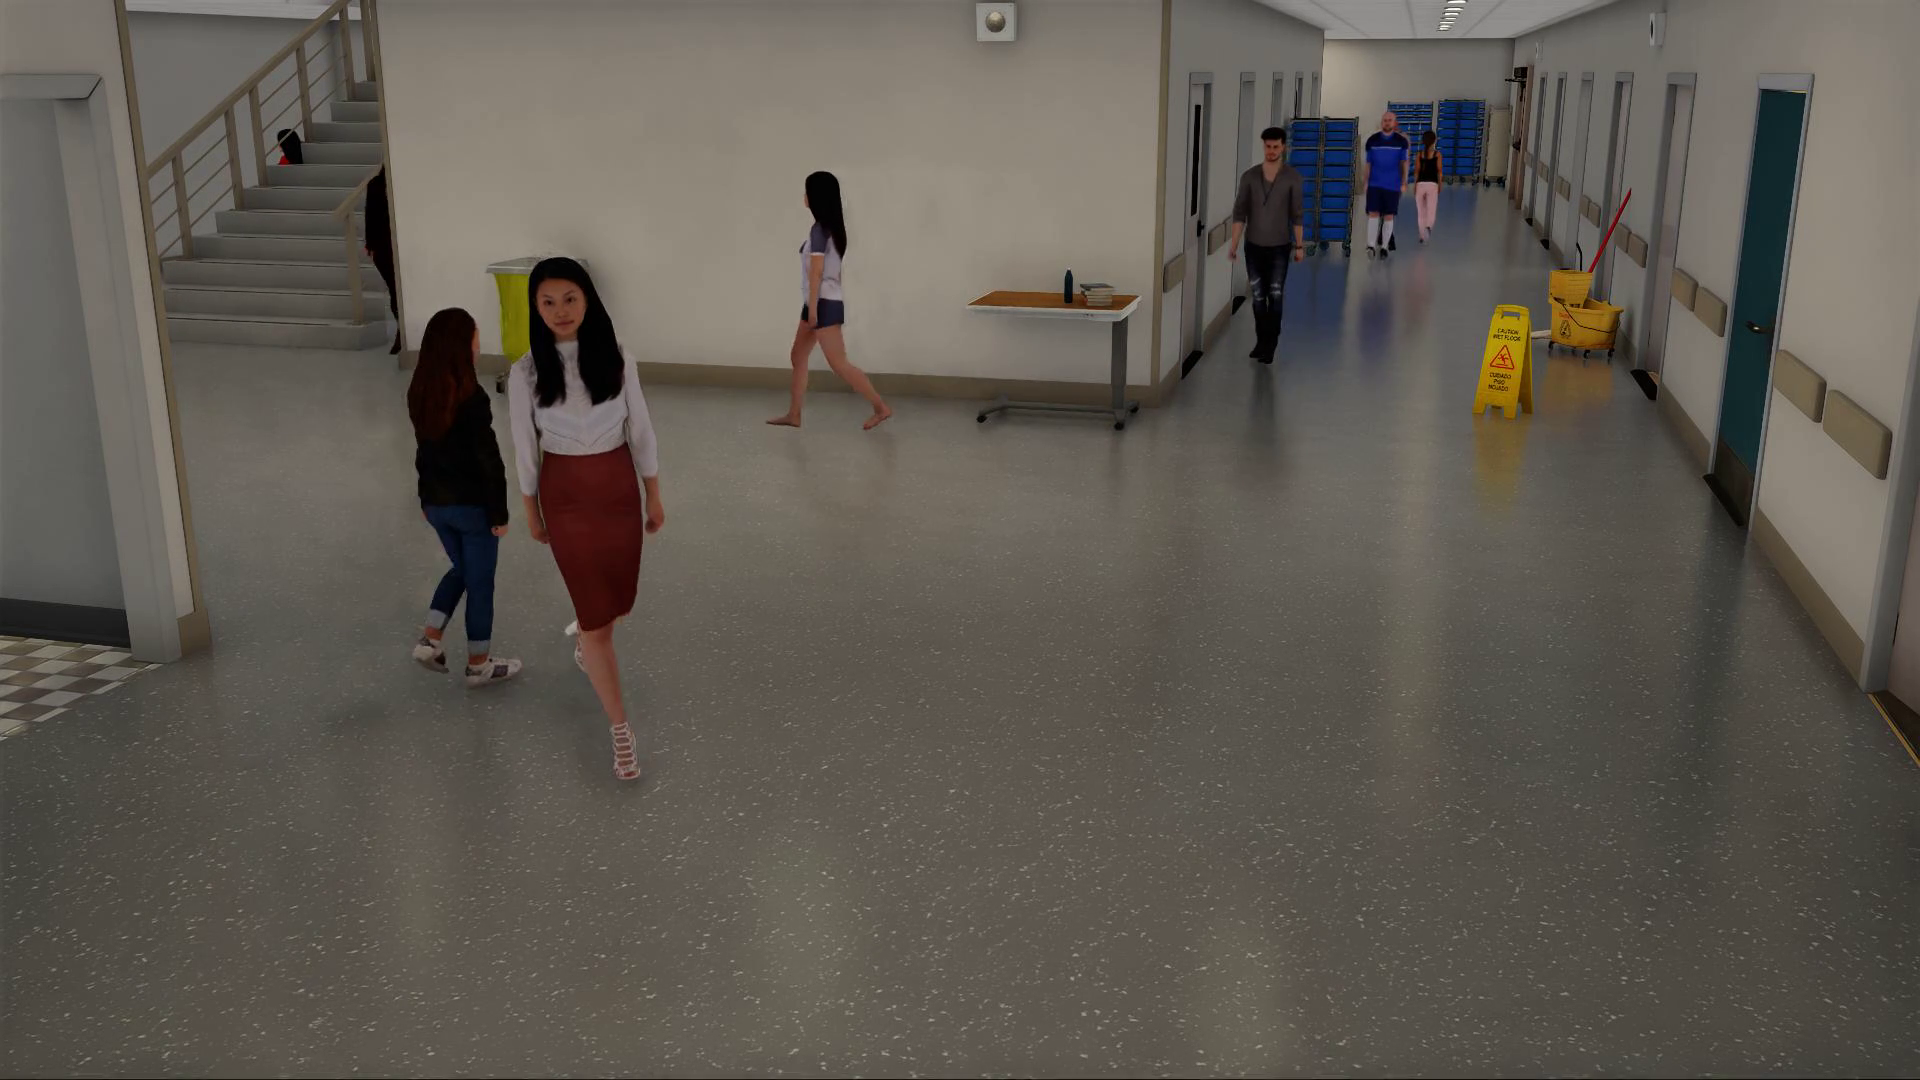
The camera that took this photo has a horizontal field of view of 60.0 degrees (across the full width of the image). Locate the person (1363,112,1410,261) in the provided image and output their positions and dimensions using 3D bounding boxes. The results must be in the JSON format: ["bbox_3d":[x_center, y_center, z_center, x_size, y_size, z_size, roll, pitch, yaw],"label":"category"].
[{"bbox_3d":[5.341,-4.429,20.907,0.670,1.809,1.031,4,16,14],"label":"person"}]

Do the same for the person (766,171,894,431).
[{"bbox_3d":[-0.805,-1.500,10.779,0.764,1.669,1.062,2,16,6],"label":"person"}]

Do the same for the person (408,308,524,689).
[{"bbox_3d":[-1.942,-0.132,6.289,0.659,1.472,0.723,9,18,30],"label":"person"}]

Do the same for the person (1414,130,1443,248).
[{"bbox_3d":[6.285,-4.709,22.393,0.543,1.543,0.944,5,17,18],"label":"person"}]

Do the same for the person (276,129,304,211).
[{"bbox_3d":[-6.901,-3.384,17.315,0.698,1.748,0.572,2,16,8],"label":"person"}]

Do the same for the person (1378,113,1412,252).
[{"bbox_3d":[5.685,-4.694,21.952,0.783,1.752,1.244,1,16,4],"label":"person"}]

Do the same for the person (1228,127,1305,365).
[{"bbox_3d":[2.529,-2.394,13.586,0.789,1.865,1.009,8,17,25],"label":"person"}]

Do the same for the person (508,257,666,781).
[{"bbox_3d":[-1.261,-0.076,5.635,1.003,1.718,1.140,-6,17,-19],"label":"person"}]
